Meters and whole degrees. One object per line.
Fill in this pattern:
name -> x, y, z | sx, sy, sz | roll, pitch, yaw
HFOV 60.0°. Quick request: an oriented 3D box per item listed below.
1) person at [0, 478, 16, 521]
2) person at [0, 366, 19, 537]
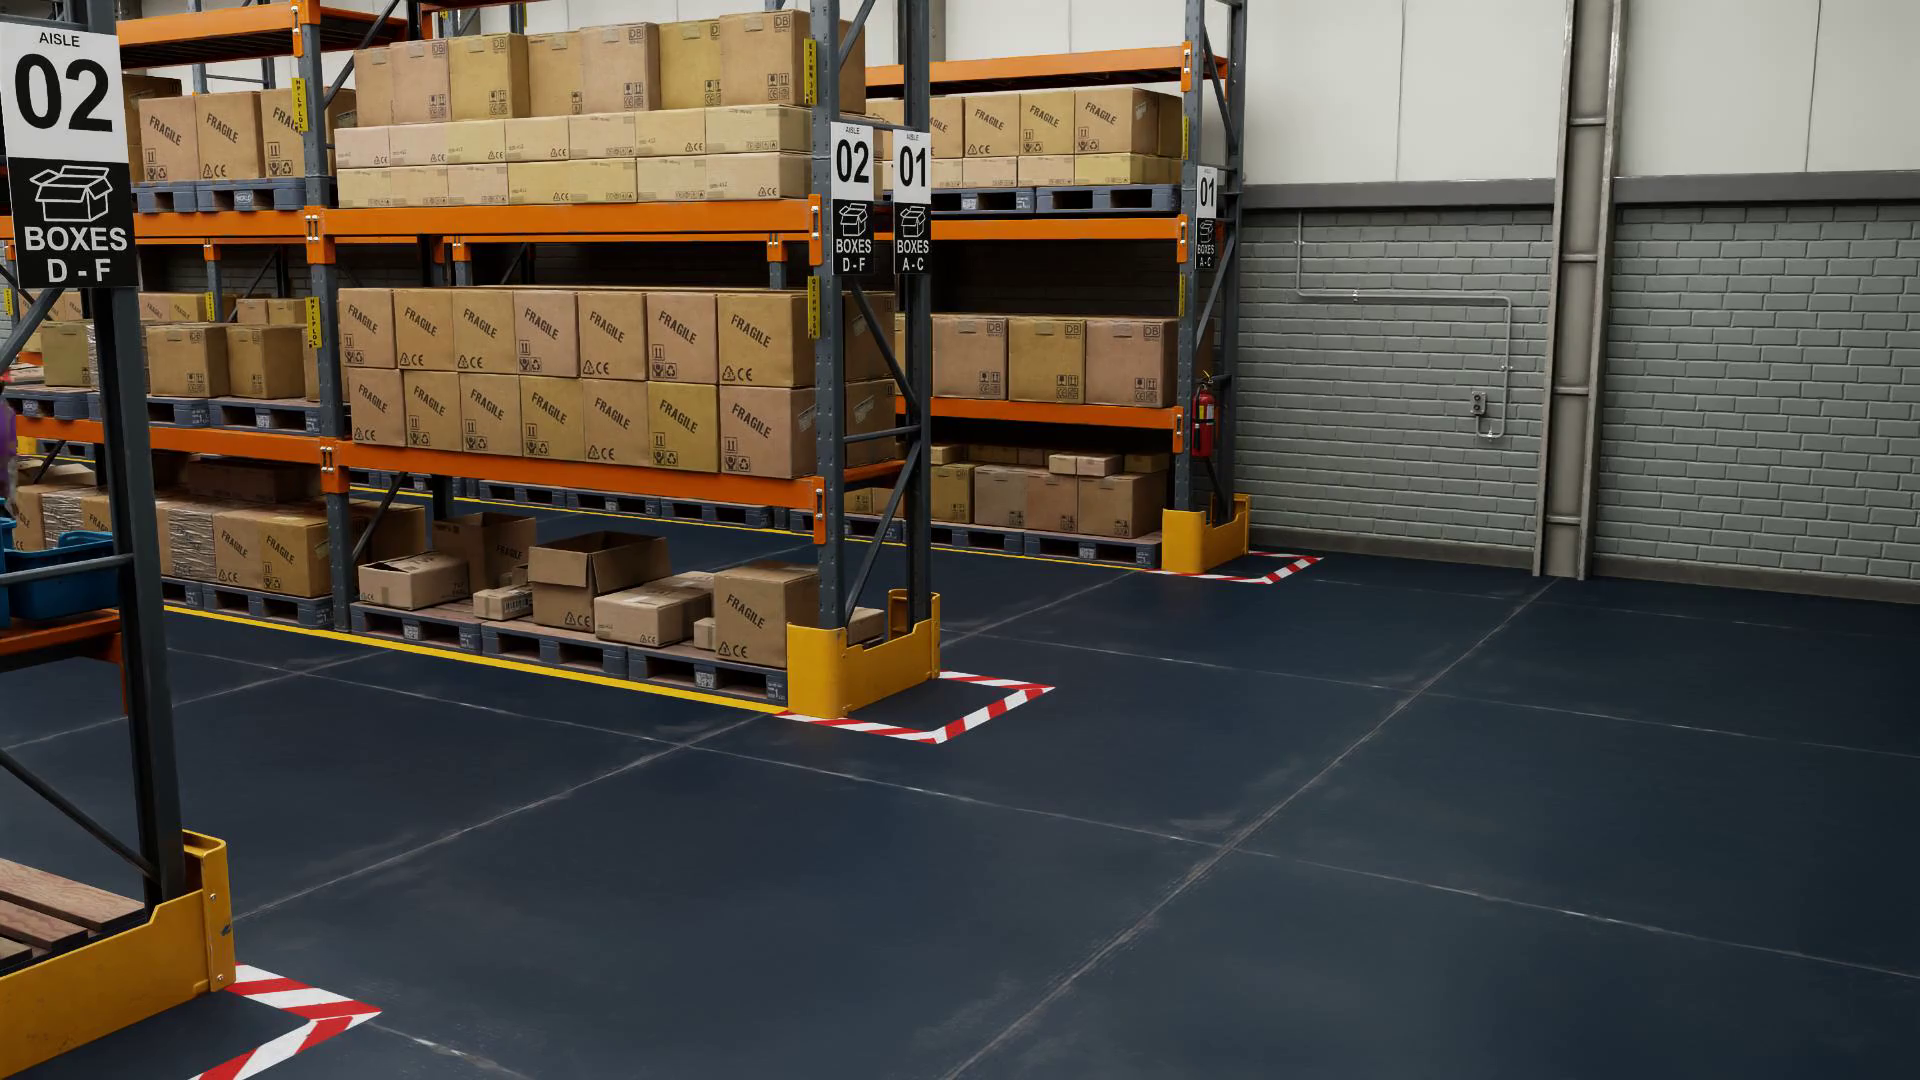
person -> -6.482, -0.251, 10.909 | 0.329, 1.873, 0.515 | 6, 11, 30
person -> -6.539, -0.303, 11.104 | 0.585, 1.910, 0.567 | 4, 11, 24
